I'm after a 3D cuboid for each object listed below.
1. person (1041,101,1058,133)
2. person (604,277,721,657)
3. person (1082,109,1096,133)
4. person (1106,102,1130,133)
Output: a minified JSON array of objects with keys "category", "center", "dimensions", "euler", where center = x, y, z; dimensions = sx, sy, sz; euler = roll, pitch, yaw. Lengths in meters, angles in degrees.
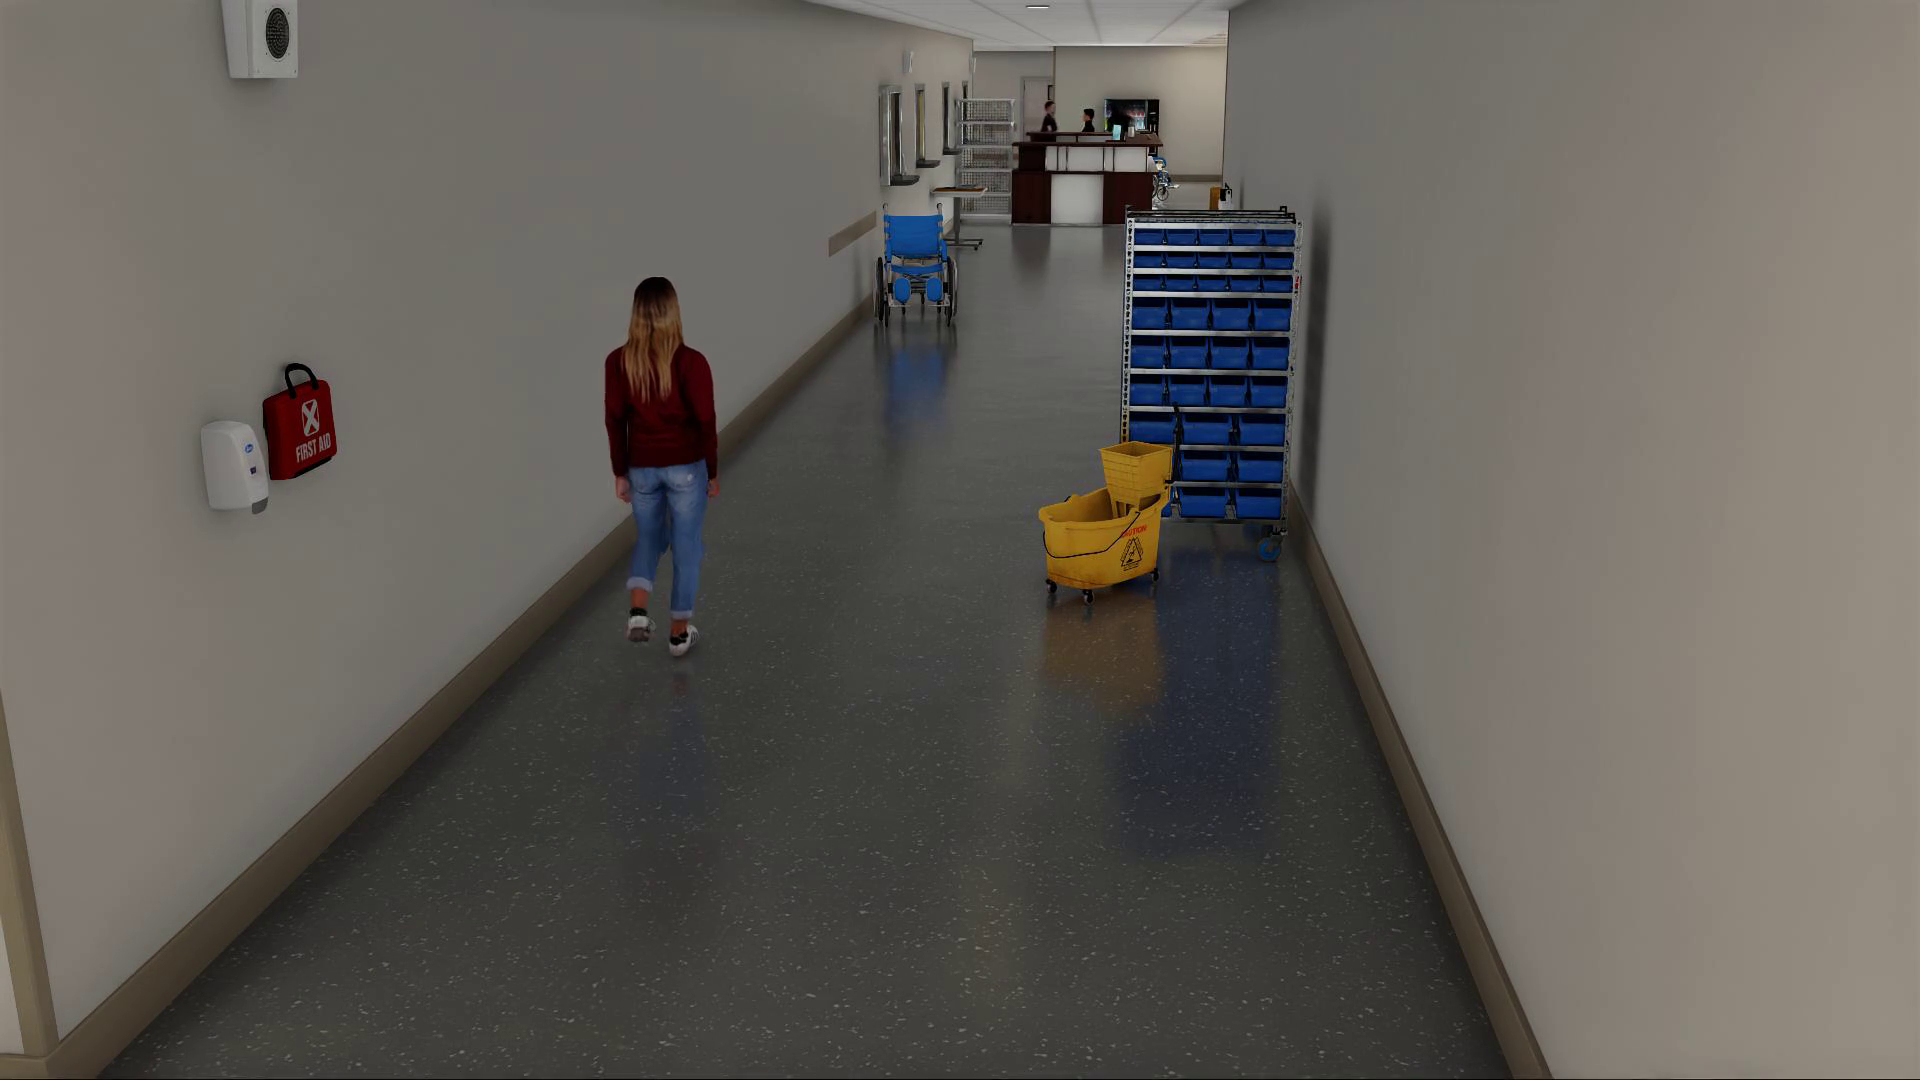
[{"category":"person","center":[1.783,-8.334,35.223],"dimensions":[1.176,1.801,0.702],"euler":[2,16,7]},{"category":"person","center":[-1.248,-0.271,6.956],"dimensions":[0.609,1.621,0.671],"euler":[2,16,7]},{"category":"person","center":[2.565,-7.791,33.443],"dimensions":[0.524,1.723,0.637],"euler":[2,16,6]},{"category":"person","center":[3.545,-8.693,36.555],"dimensions":[1.004,1.771,1.019],"euler":[-3,16,-9]}]
